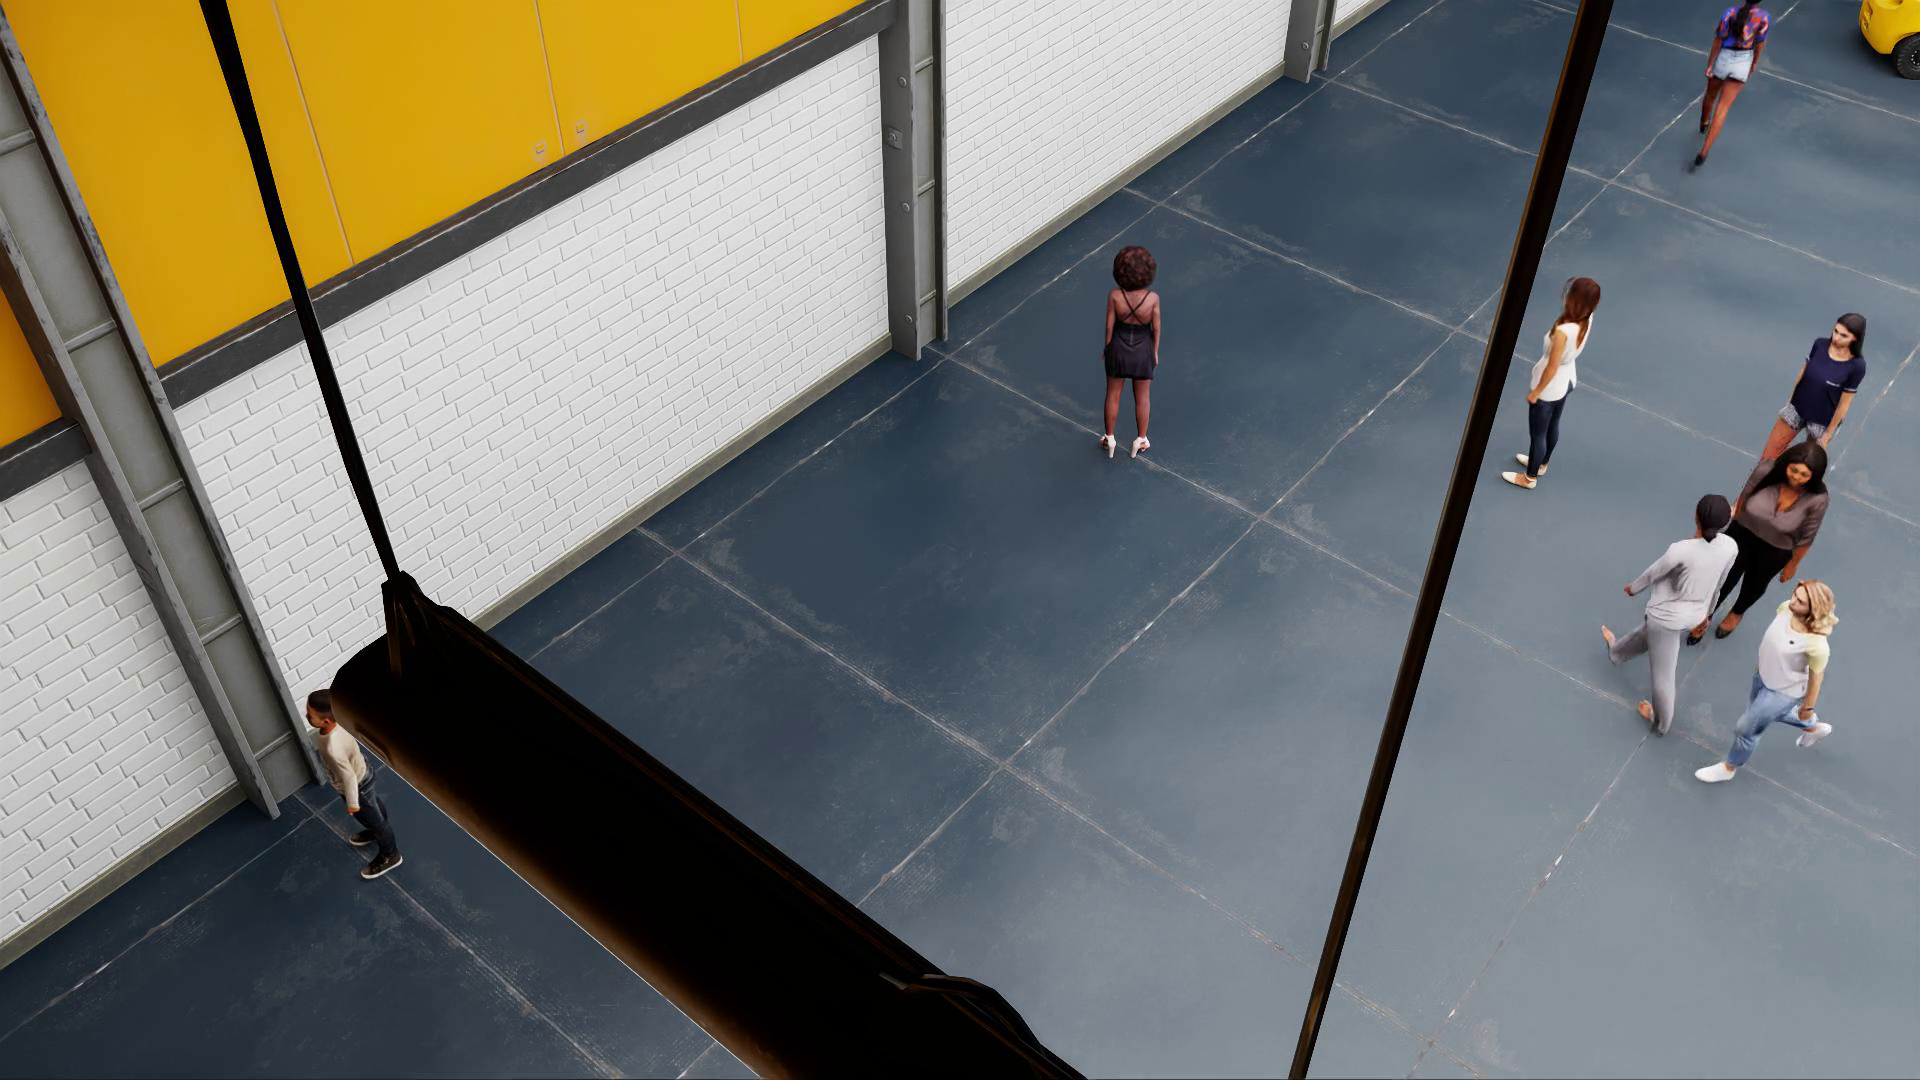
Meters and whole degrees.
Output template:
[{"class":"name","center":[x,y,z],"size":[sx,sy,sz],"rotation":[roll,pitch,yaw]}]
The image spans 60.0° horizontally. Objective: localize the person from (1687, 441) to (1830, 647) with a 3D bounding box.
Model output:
[{"class":"person","center":[5.180,-0.030,10.692],"size":[0.665,1.814,0.720],"rotation":[30,51,28]}]

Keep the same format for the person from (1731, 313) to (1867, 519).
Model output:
[{"class":"person","center":[6.021,-0.871,11.638],"size":[1.138,1.725,0.810],"rotation":[-24,49,-23]}]

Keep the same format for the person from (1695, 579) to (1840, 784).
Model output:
[{"class":"person","center":[4.941,0.858,9.847],"size":[1.109,1.693,1.038],"rotation":[-4,44,-5]}]

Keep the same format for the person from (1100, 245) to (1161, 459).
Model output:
[{"class":"person","center":[1.232,-1.339,12.086],"size":[0.670,1.787,0.706],"rotation":[5,44,5]}]

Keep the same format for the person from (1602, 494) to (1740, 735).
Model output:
[{"class":"person","center":[4.441,0.510,10.213],"size":[1.107,1.691,1.054],"rotation":[-12,45,-12]}]

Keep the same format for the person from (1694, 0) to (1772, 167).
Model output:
[{"class":"person","center":[7.029,-4.238,15.202],"size":[0.790,1.686,1.250],"rotation":[19,47,19]}]

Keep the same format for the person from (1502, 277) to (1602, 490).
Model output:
[{"class":"person","center":[4.247,-1.109,11.845],"size":[0.664,1.785,0.472],"rotation":[34,53,30]}]

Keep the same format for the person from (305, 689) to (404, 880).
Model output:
[{"class":"person","center":[-3.460,1.354,9.491],"size":[0.645,1.465,0.631],"rotation":[-17,46,-17]}]
